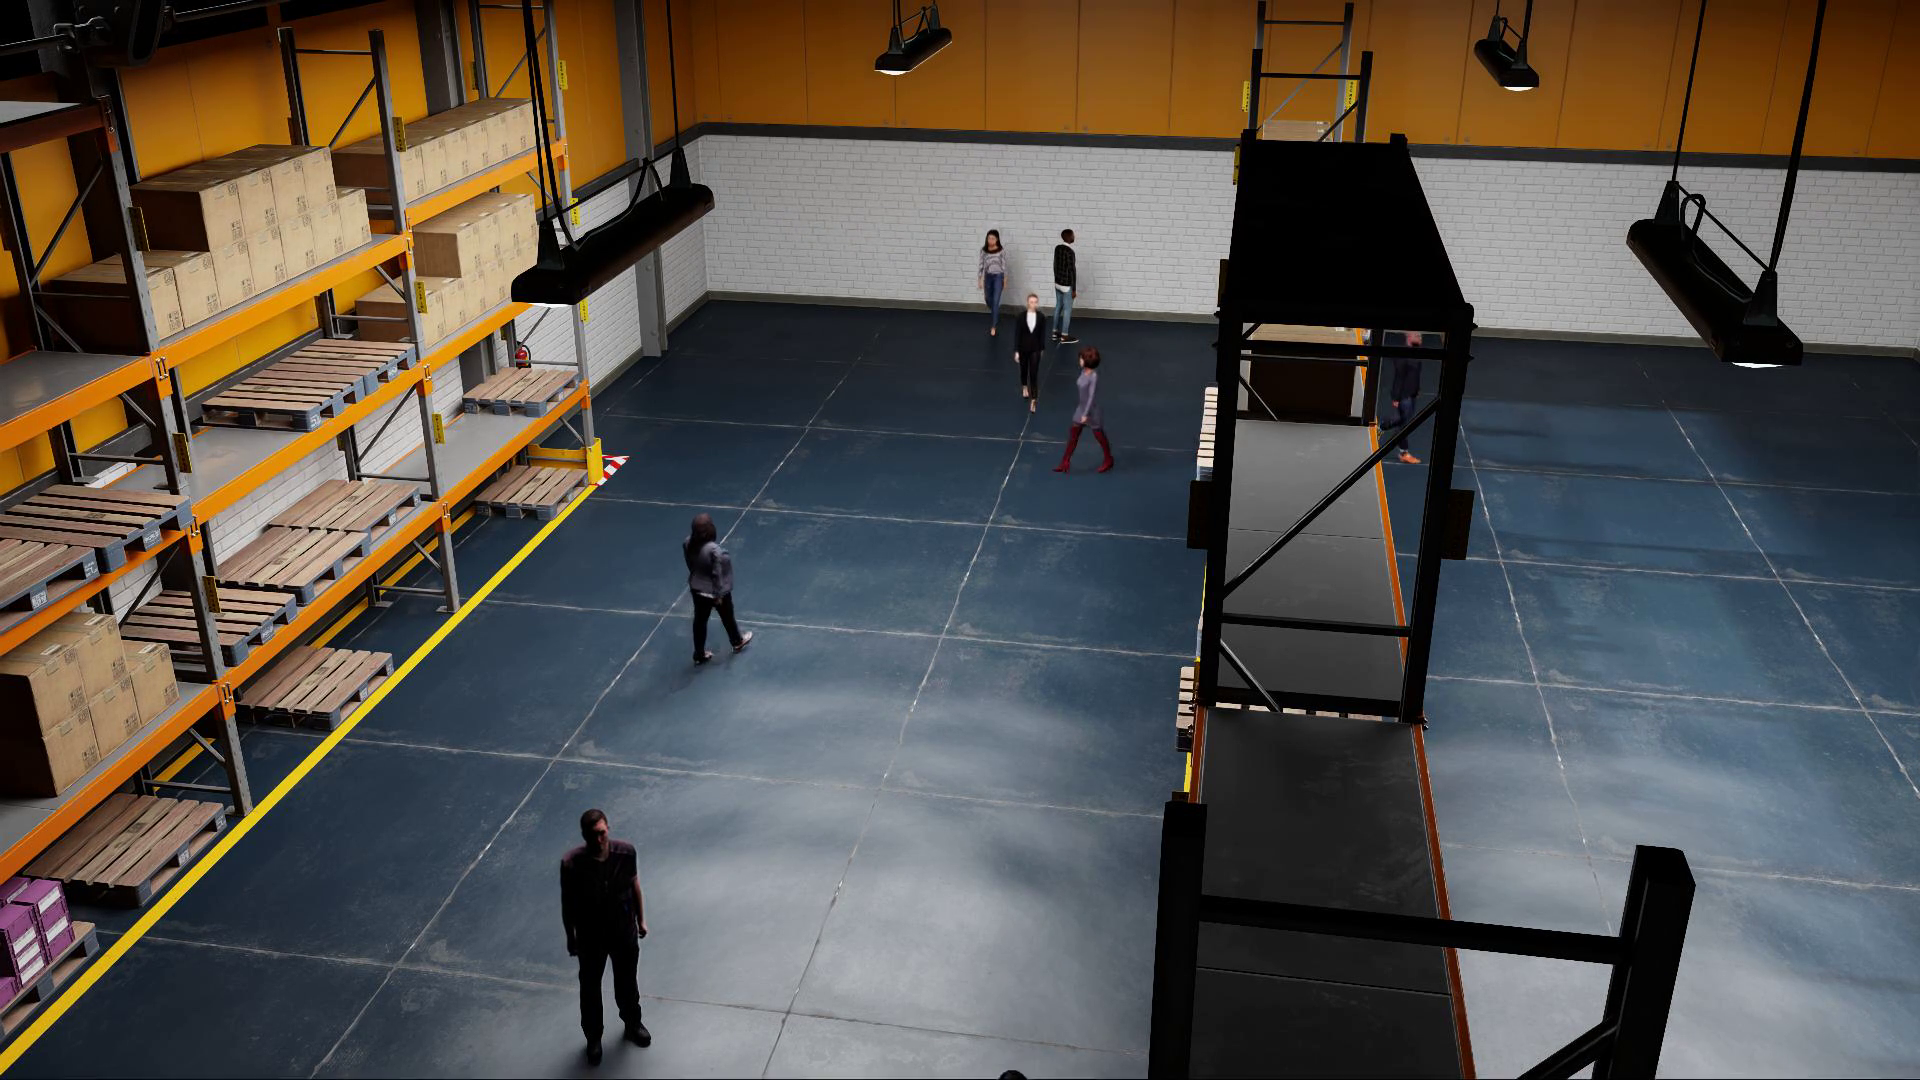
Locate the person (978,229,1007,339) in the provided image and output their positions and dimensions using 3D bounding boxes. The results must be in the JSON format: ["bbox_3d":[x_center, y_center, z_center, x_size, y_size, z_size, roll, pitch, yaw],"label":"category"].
[{"bbox_3d":[0.558,-4.172,26.917,0.624,1.761,0.937,6,24,14],"label":"person"}]

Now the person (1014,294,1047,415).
[{"bbox_3d":[0.972,-2.676,23.611,0.742,1.668,1.122,0,24,0],"label":"person"}]

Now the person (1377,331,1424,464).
[{"bbox_3d":[5.728,-1.909,21.696,1.082,1.795,1.116,20,30,38],"label":"person"}]

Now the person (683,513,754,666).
[{"bbox_3d":[-2.528,0.511,16.442,0.891,1.569,1.048,15,28,30],"label":"person"}]

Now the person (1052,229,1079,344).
[{"bbox_3d":[1.668,-4.083,26.640,0.795,1.819,0.714,-14,27,-29],"label":"person"}]

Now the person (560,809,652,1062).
[{"bbox_3d":[-2.404,2.629,11.253,0.796,1.846,0.826,-12,27,-26],"label":"person"}]

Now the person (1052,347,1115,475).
[{"bbox_3d":[1.729,-1.613,21.180,1.013,1.666,1.102,-8,25,-18],"label":"person"}]
